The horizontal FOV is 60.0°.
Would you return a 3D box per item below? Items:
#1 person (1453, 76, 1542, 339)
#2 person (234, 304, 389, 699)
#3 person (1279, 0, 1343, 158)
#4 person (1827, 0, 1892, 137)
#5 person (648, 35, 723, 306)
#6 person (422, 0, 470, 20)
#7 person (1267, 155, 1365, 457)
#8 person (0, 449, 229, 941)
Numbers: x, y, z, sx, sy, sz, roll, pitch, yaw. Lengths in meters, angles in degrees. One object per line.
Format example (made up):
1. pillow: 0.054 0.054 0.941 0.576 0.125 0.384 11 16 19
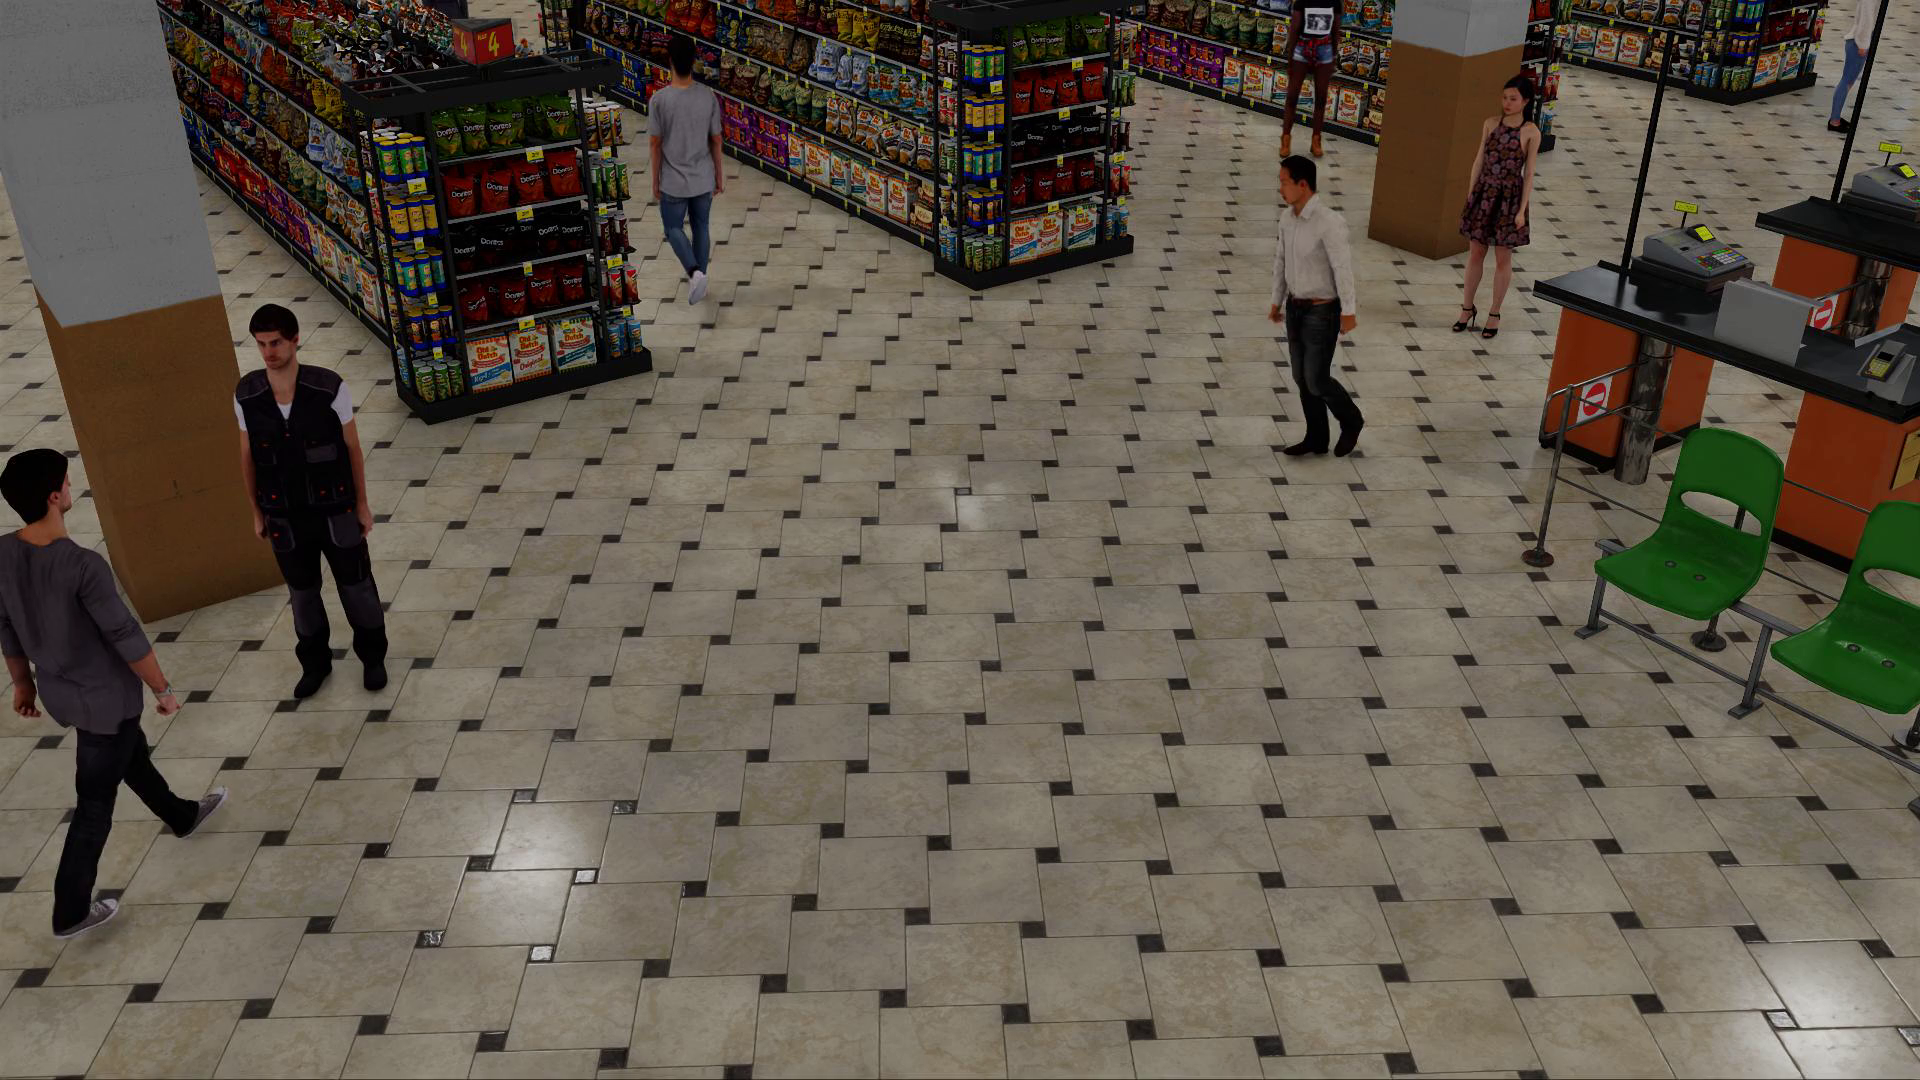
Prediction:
1. person: 3.607 -2.225 11.159 0.695 1.776 0.797 22 35 34
2. person: -2.845 -0.162 7.306 0.741 1.848 0.732 -5 29 -9
3. person: 3.195 -4.355 15.119 0.714 1.720 0.759 2 29 3
4. person: 8.592 -4.750 15.872 0.686 1.691 0.695 16 33 27
5. person: -1.893 -2.528 11.613 0.787 1.873 0.993 -12 31 -20
6. person: -5.143 -5.204 16.684 0.604 1.710 0.516 -15 32 -26
7. person: 2.056 -1.286 9.448 0.831 1.766 0.798 -19 34 -31
8. person: -3.183 0.597 5.958 1.227 1.807 1.170 10 30 17
